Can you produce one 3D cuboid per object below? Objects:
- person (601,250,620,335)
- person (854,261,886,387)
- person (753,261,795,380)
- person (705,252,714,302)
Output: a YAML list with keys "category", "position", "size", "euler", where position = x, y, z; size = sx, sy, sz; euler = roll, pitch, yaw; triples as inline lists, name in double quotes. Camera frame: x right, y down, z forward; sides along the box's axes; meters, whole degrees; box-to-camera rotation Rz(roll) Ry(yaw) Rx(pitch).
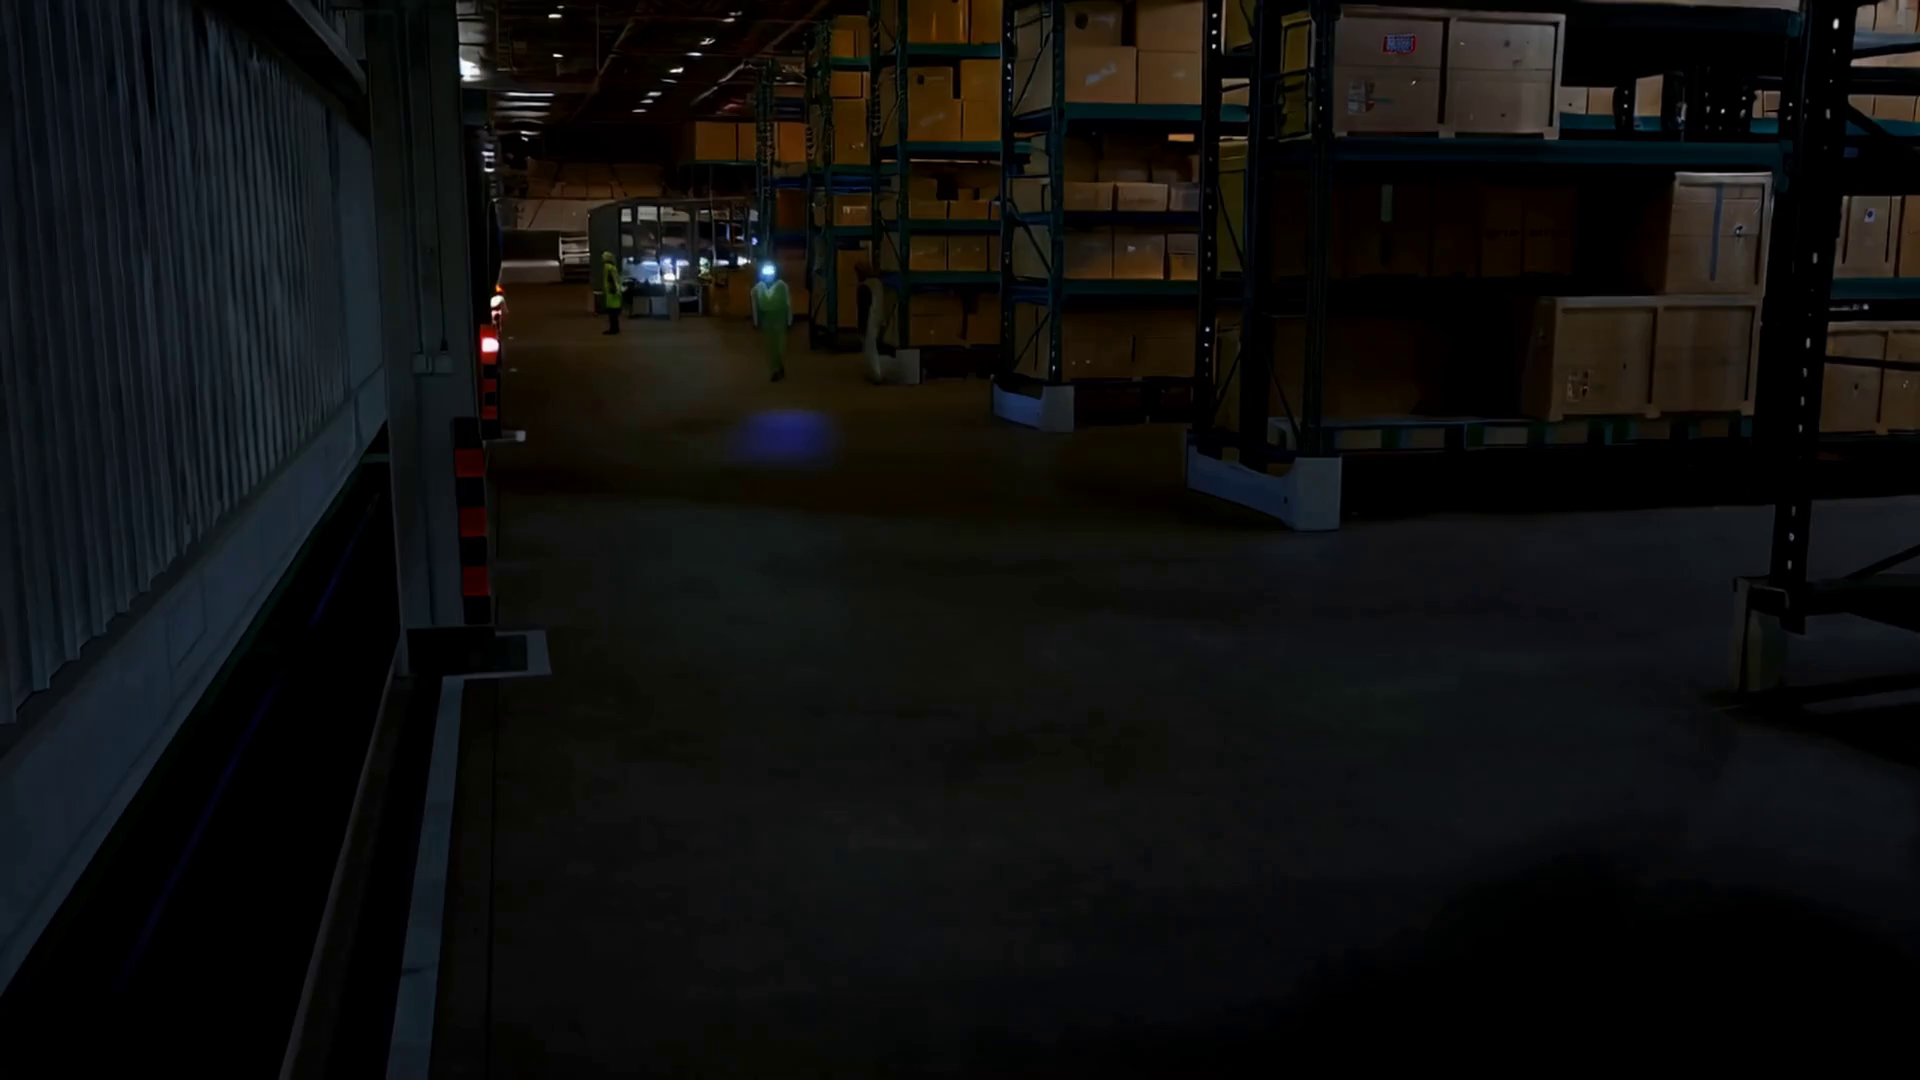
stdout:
- category: "person"
  position: [-8.074, -5.693, 38.283]
  size: [0.369, 1.933, 0.551]
  euler: [2, 10, 13]
- category: "person"
  position: [-1.307, -3.093, 23.918]
  size: [0.501, 1.814, 0.654]
  euler: [3, 10, 16]
- category: "person"
  position: [-2.827, -3.299, 25.123]
  size: [0.615, 1.795, 0.464]
  euler: [2, 10, 9]
- category: "person"
  position: [-9.214, -9.660, 61.048]
  size: [0.595, 1.828, 0.403]
  euler: [-7, 12, -34]
